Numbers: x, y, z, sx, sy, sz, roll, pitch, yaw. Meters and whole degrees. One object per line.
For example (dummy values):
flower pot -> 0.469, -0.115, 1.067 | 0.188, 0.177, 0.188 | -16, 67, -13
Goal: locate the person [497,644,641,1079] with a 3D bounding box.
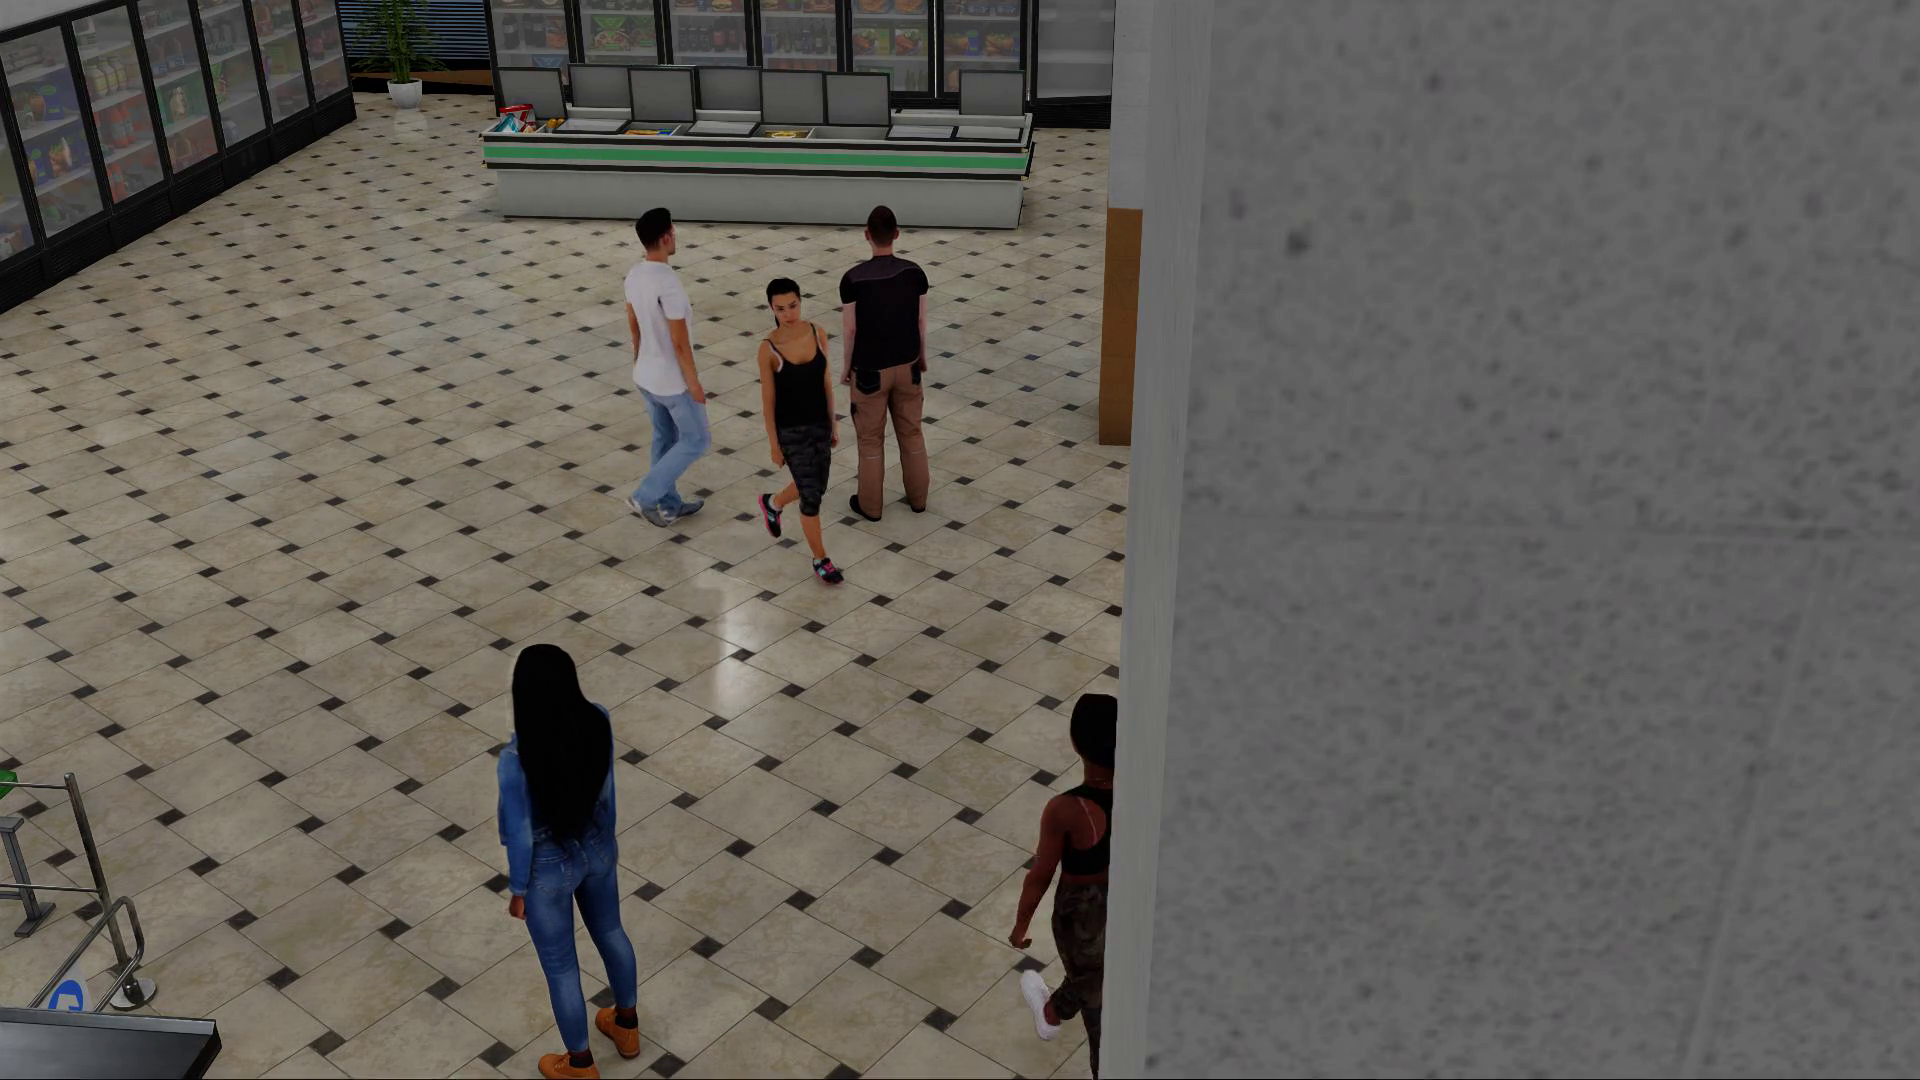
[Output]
person -> -1.292, 1.090, 5.517 | 0.688, 1.713, 0.675 | 19, 33, 33

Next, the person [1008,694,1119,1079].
person -> 0.474, 1.281, 5.200 | 1.105, 1.660, 1.036 | -13, 30, -24

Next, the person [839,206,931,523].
person -> -0.428, -1.002, 9.500 | 0.702, 1.842, 0.832 | -11, 29, -20

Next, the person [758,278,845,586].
person -> -0.894, -0.597, 8.855 | 0.944, 1.702, 0.998 | -21, 34, -35

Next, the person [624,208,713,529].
person -> -1.703, -0.893, 9.281 | 0.971, 1.845, 0.909 | -18, 32, -31
